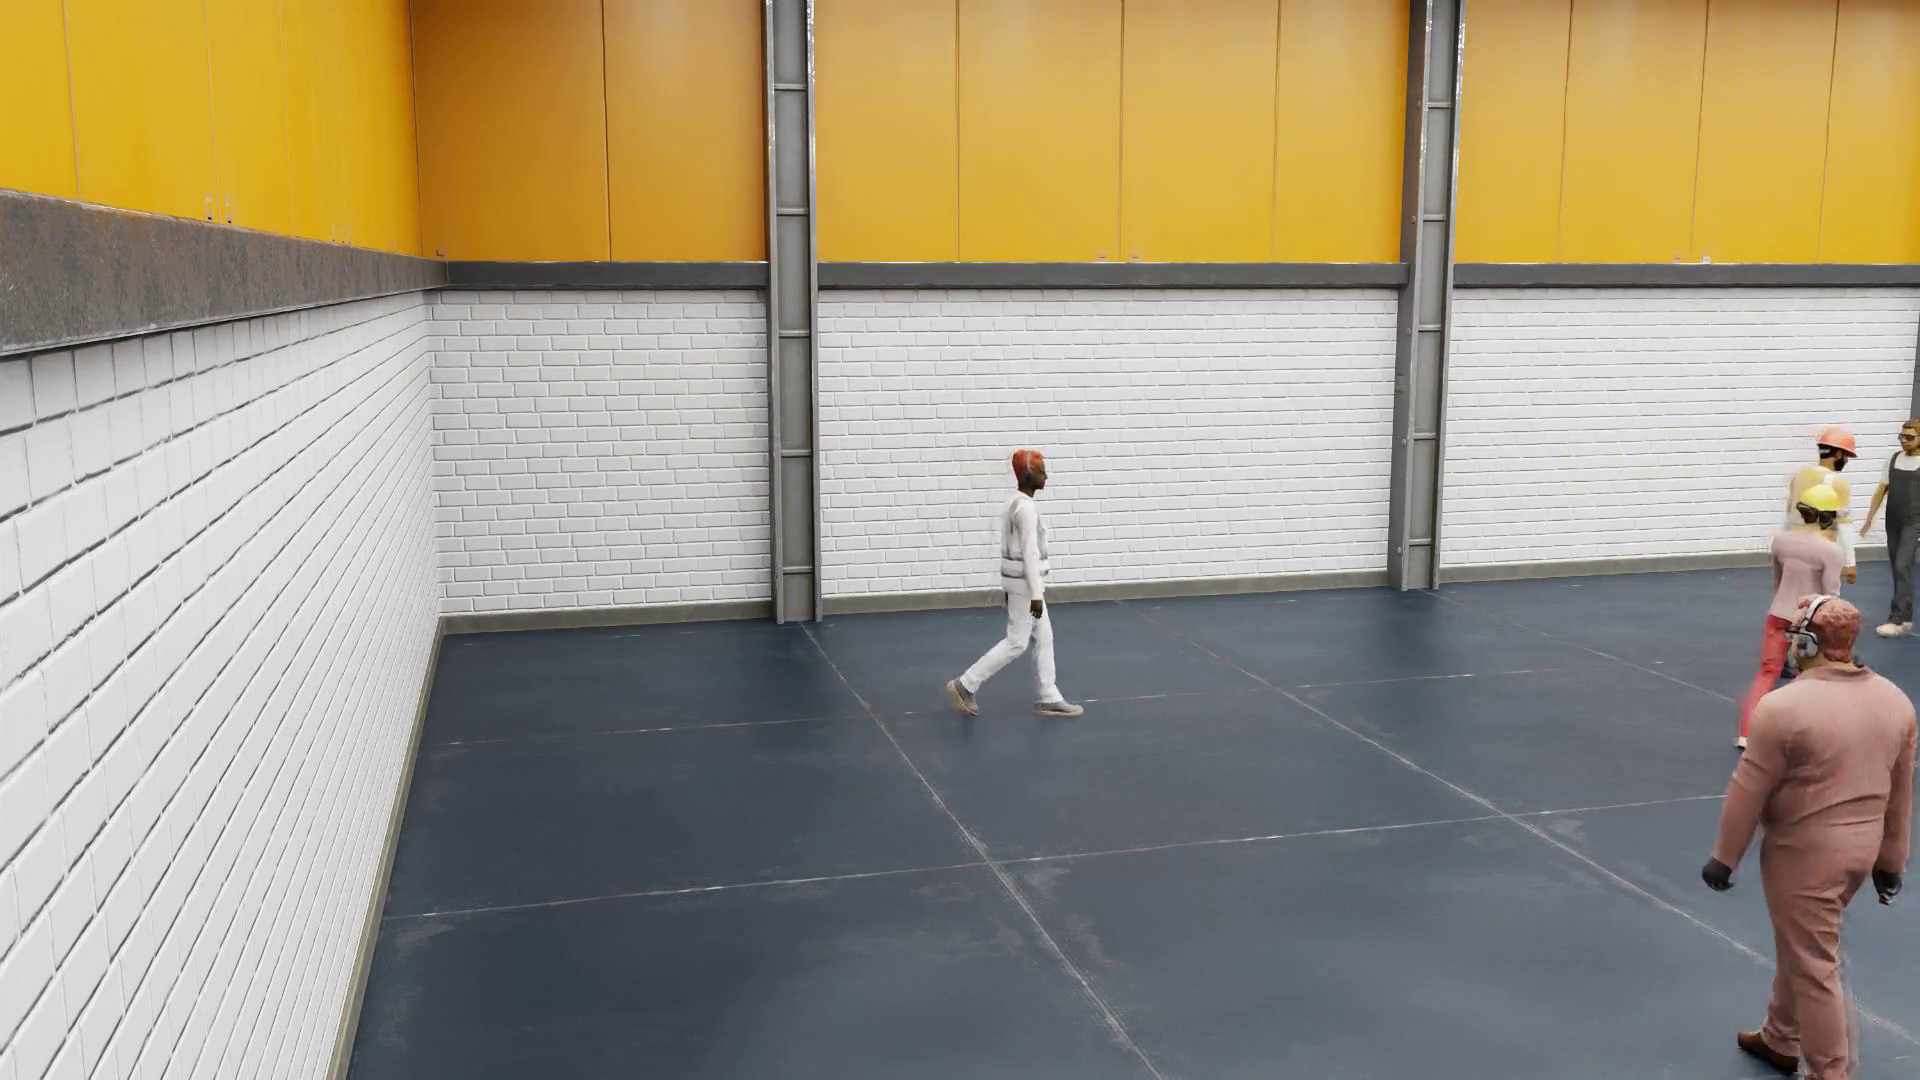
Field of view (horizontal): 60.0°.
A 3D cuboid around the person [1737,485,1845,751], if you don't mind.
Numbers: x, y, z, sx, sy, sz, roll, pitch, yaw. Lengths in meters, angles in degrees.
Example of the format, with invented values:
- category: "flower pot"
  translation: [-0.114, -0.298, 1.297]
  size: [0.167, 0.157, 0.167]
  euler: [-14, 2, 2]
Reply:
- category: "person"
  translation: [5.316, 0.501, 10.495]
  size: [0.910, 1.721, 0.524]
  euler: [-5, 10, -29]

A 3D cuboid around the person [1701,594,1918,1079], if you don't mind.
- category: "person"
  translation: [3.038, 1.124, 6.093]
  size: [0.654, 1.877, 0.797]
  euler: [-4, 10, -22]

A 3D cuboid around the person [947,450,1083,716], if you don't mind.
- category: "person"
  translation: [0.377, 0.311, 11.290]
  size: [0.874, 1.856, 0.579]
  euler: [0, 9, 0]

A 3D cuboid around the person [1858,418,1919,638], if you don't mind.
- category: "person"
  translation: [7.835, -0.102, 13.942]
  size: [0.699, 1.824, 0.525]
  euler: [-4, 10, -22]

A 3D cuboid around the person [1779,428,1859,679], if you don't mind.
- category: "person"
  translation: [6.491, 0.098, 12.505]
  size: [0.953, 1.868, 0.662]
  euler: [-1, 9, -7]
